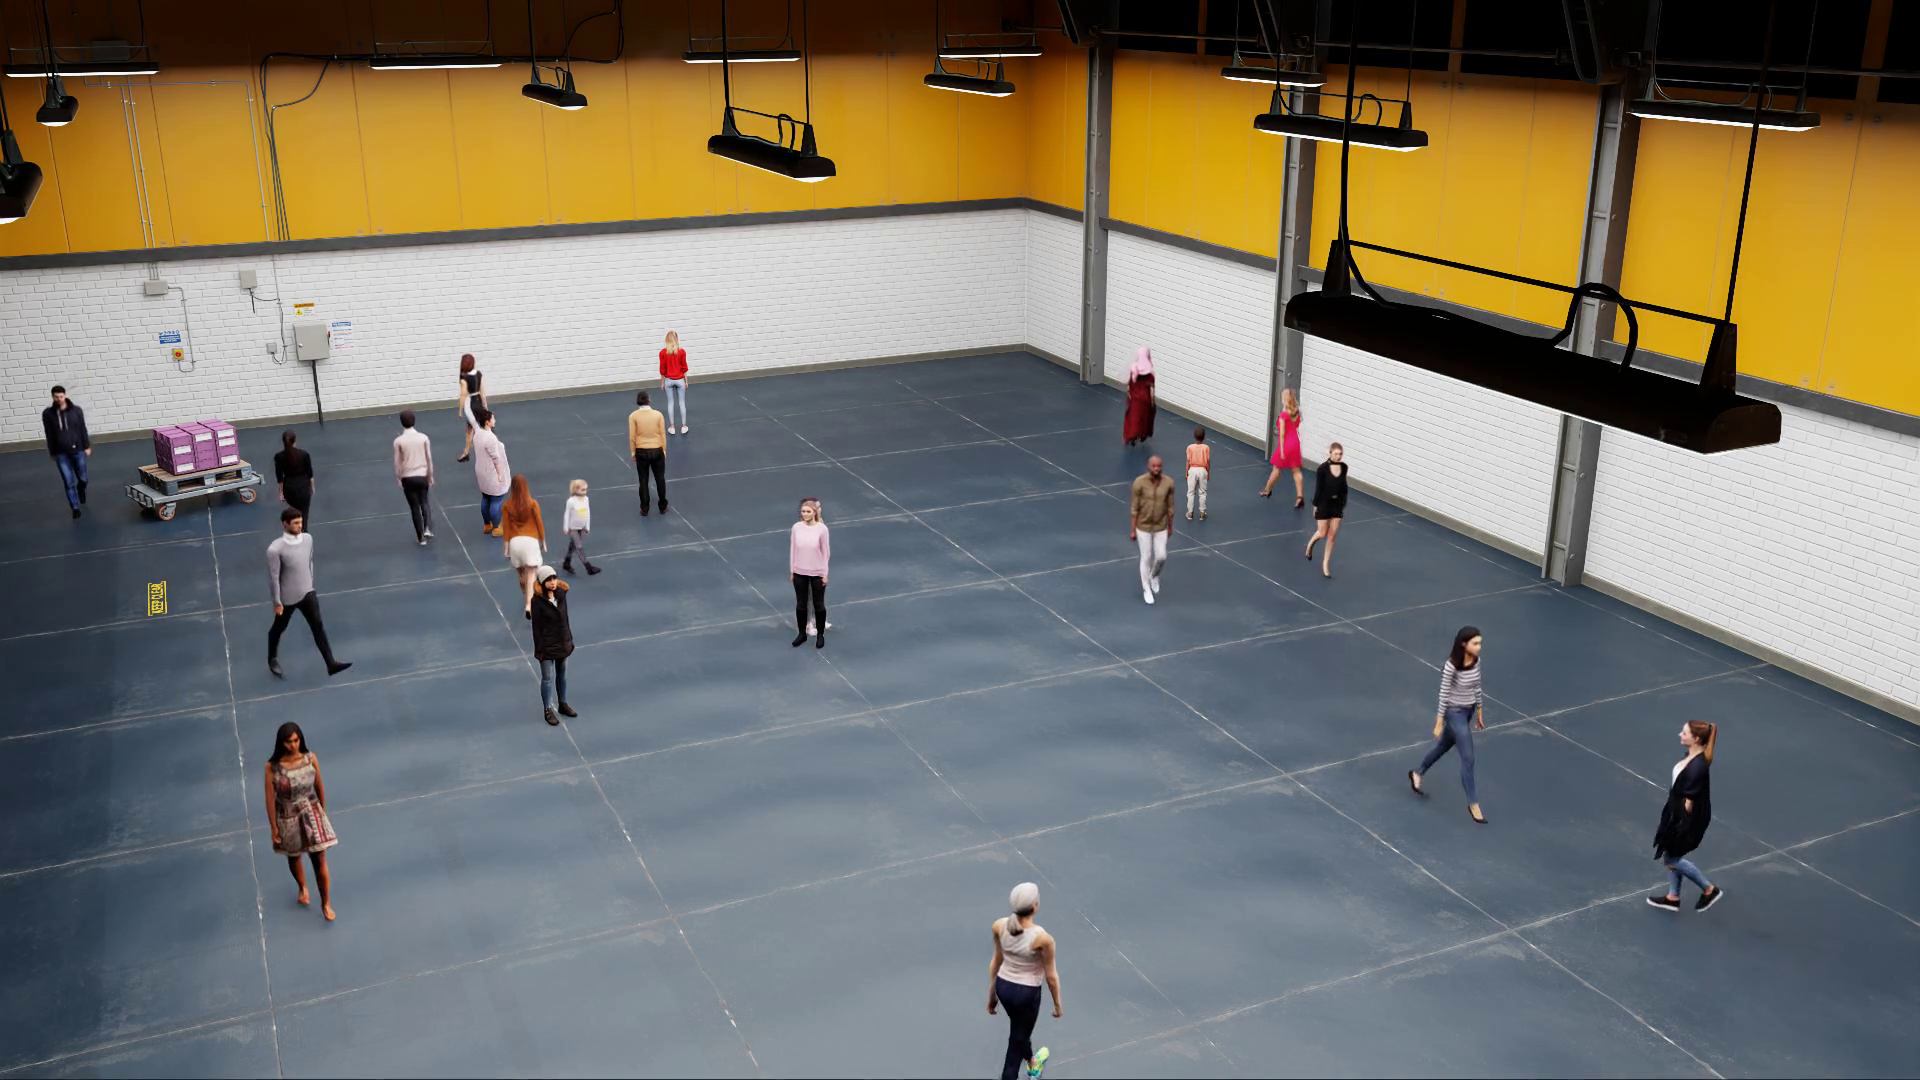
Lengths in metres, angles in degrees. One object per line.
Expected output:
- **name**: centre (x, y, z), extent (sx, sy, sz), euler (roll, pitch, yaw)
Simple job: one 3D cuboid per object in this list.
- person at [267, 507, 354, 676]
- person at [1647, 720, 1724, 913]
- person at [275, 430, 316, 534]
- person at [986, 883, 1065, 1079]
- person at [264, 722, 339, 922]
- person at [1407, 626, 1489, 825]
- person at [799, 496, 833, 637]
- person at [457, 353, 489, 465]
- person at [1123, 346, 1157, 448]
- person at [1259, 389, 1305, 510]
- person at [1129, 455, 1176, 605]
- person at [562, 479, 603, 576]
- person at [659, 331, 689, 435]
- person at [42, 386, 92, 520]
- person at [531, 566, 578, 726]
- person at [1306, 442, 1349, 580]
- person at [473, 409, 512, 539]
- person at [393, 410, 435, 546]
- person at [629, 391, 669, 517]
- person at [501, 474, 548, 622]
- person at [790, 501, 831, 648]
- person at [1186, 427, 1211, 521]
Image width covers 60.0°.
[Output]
- **person**: centre (-7.147, 0.578, 17.699), extent (1.432, 1.851, 1.241), euler (12, 22, 32)
- **person**: centre (5.818, 2.218, 13.113), extent (0.929, 1.670, 0.868), euler (7, 20, 20)
- **person**: centre (-8.564, -0.560, 21.447), extent (0.799, 1.615, 1.161), euler (-3, 19, -8)
- **person**: centre (0.337, 3.032, 10.702), extent (1.085, 1.667, 1.041), euler (11, 22, 30)
- **person**: centre (-5.313, 2.185, 13.292), extent (0.659, 1.617, 0.928), euler (-9, 21, -26)
- **person**: centre (4.370, 1.596, 14.843), extent (0.768, 1.744, 1.158), euler (-13, 22, -33)
- **person**: centre (-1.677, 0.274, 18.981), extent (0.700, 1.610, 0.659), euler (10, 21, 27)
- **person**: centre (-7.317, -1.917, 25.265), extent (1.153, 1.751, 1.047), euler (9, 20, 24)
- **person**: centre (2.849, -2.264, 26.518), extent (1.013, 1.609, 1.097), euler (5, 19, 16)
- **person**: centre (4.693, -1.255, 23.391), extent (0.704, 1.692, 1.061), euler (-12, 22, -32)
- **person**: centre (2.282, -0.161, 19.961), extent (0.842, 1.808, 0.848), euler (-2, 19, -5)
- **person**: centre (-4.864, -0.151, 20.834), extent (0.940, 1.232, 0.783), euler (13, 23, 34)
- **person**: centre (-4.703, -2.595, 27.353), extent (0.666, 1.703, 0.591), euler (-4, 19, -11)
- **person**: centre (-12.369, -1.252, 23.112), extent (0.683, 1.864, 1.050), euler (-9, 20, -24)
- **person**: centre (-4.086, 1.028, 16.703), extent (0.756, 1.634, 0.735), euler (14, 23, 35)
- **person**: centre (4.585, -0.404, 20.768), extent (0.628, 1.753, 0.778), euler (-5, 19, -13)
- **person**: centre (-6.301, -0.915, 22.303), extent (0.813, 1.743, 0.663), euler (-16, 24, -39)
- **person**: centre (-7.155, -0.792, 21.849), extent (0.646, 1.799, 0.599), euler (-11, 22, -29)
- **person**: centre (-4.334, -1.214, 23.176), extent (0.708, 1.751, 0.672), euler (-4, 19, -11)
- **person**: centre (-5.076, 0.105, 19.353), extent (0.853, 1.692, 1.156), euler (-2, 19, -6)
- **person**: centre (-1.673, 0.362, 18.598), extent (0.687, 1.687, 0.722), euler (4, 19, 12)
- **person**: centre (3.292, -0.927, 23.014), extent (0.560, 1.311, 0.599), euler (2, 19, 7)
